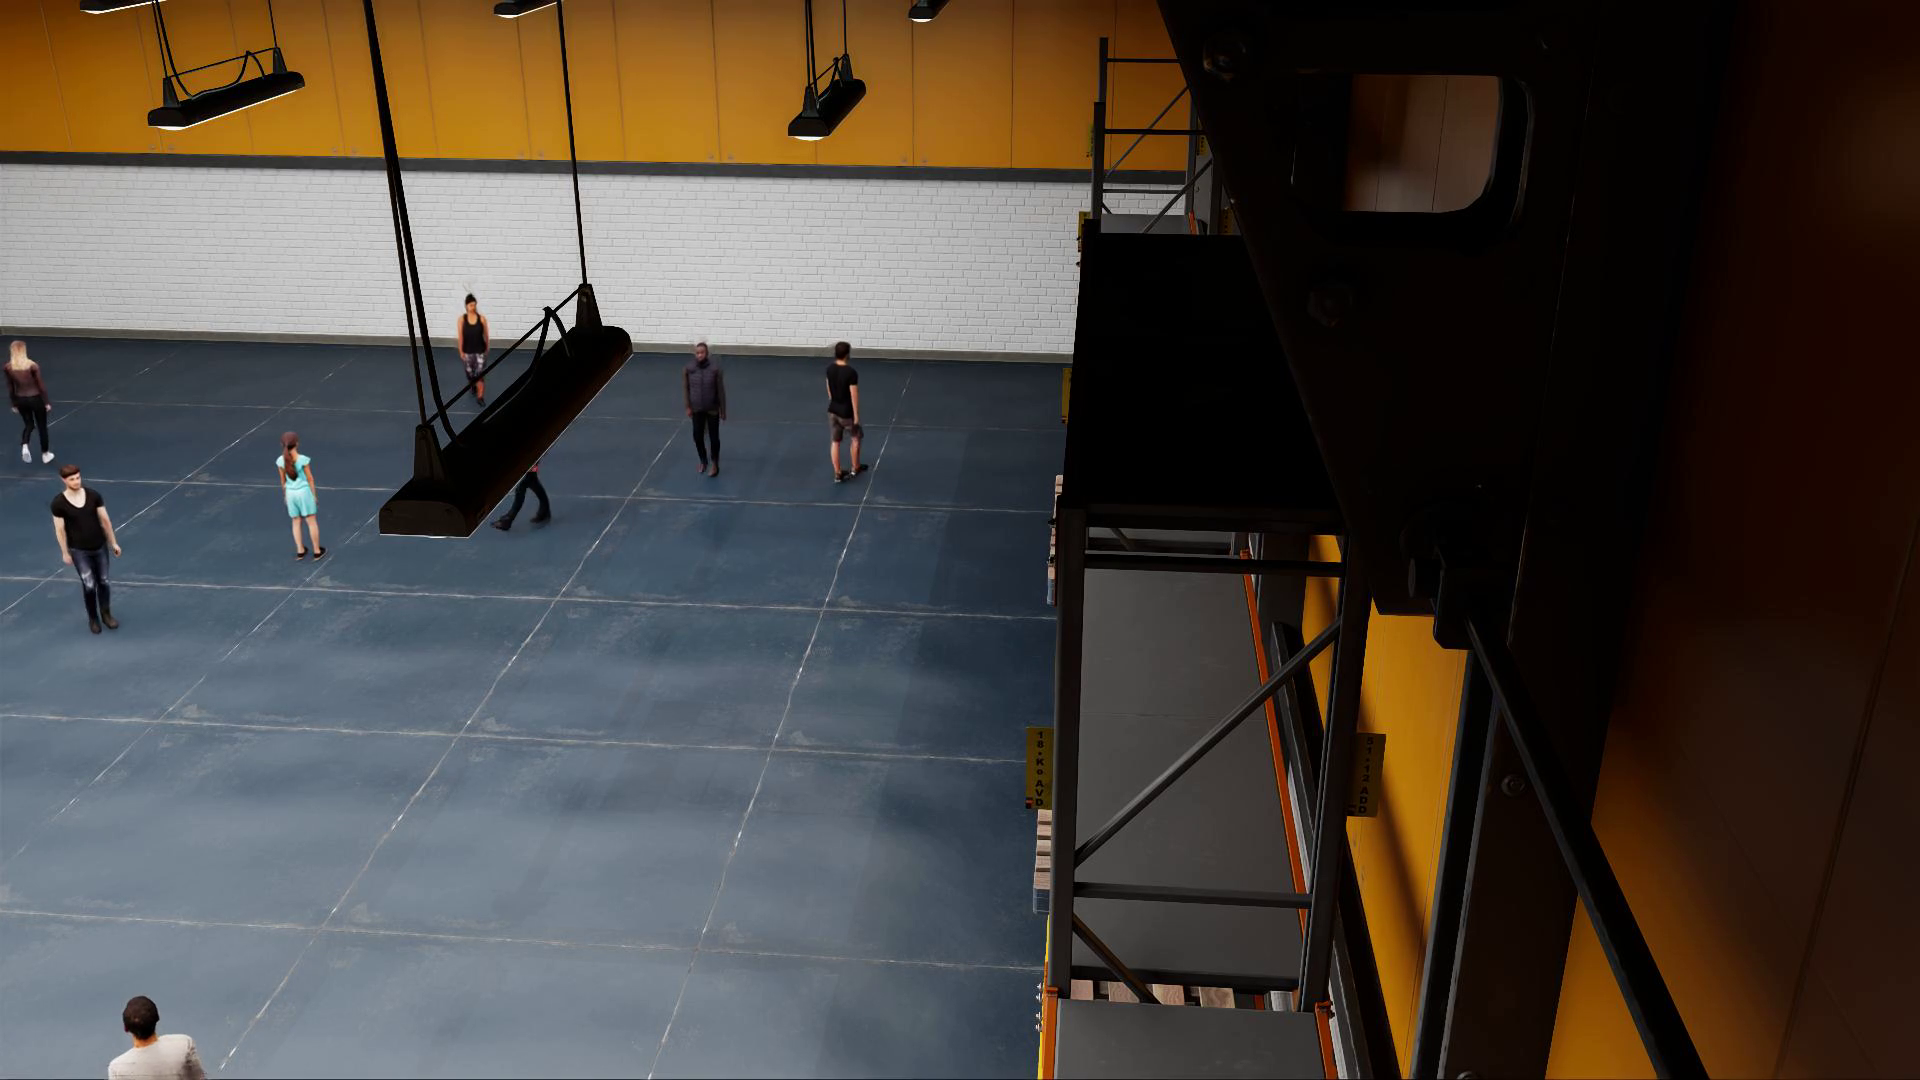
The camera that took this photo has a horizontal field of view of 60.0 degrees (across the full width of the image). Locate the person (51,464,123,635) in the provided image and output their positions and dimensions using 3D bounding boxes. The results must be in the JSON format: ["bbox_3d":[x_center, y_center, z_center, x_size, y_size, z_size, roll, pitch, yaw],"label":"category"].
[{"bbox_3d":[-9.217,0.055,17.534,0.804,1.879,0.874,-22,32,-40],"label":"person"}]

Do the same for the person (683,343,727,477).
[{"bbox_3d":[-3.293,-1.724,21.674,0.723,1.821,0.653,0,24,1],"label":"person"}]

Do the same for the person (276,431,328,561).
[{"bbox_3d":[-7.650,-0.524,19.257,0.553,1.559,0.542,1,24,2],"label":"person"}]

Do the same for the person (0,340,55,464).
[{"bbox_3d":[-12.311,-1.783,21.970,0.674,1.693,0.829,-1,24,-3],"label":"person"}]

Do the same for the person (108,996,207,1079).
[{"bbox_3d":[-4.615,3.492,9.767,0.826,1.802,0.877,-15,28,-30],"label":"person"}]

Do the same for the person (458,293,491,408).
[{"bbox_3d":[-7.115,-2.789,24.319,0.764,1.655,0.867,-9,25,-19],"label":"person"}]

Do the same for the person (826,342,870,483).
[{"bbox_3d":[-1.562,-1.625,21.417,0.898,1.847,0.985,13,27,27],"label":"person"}]
